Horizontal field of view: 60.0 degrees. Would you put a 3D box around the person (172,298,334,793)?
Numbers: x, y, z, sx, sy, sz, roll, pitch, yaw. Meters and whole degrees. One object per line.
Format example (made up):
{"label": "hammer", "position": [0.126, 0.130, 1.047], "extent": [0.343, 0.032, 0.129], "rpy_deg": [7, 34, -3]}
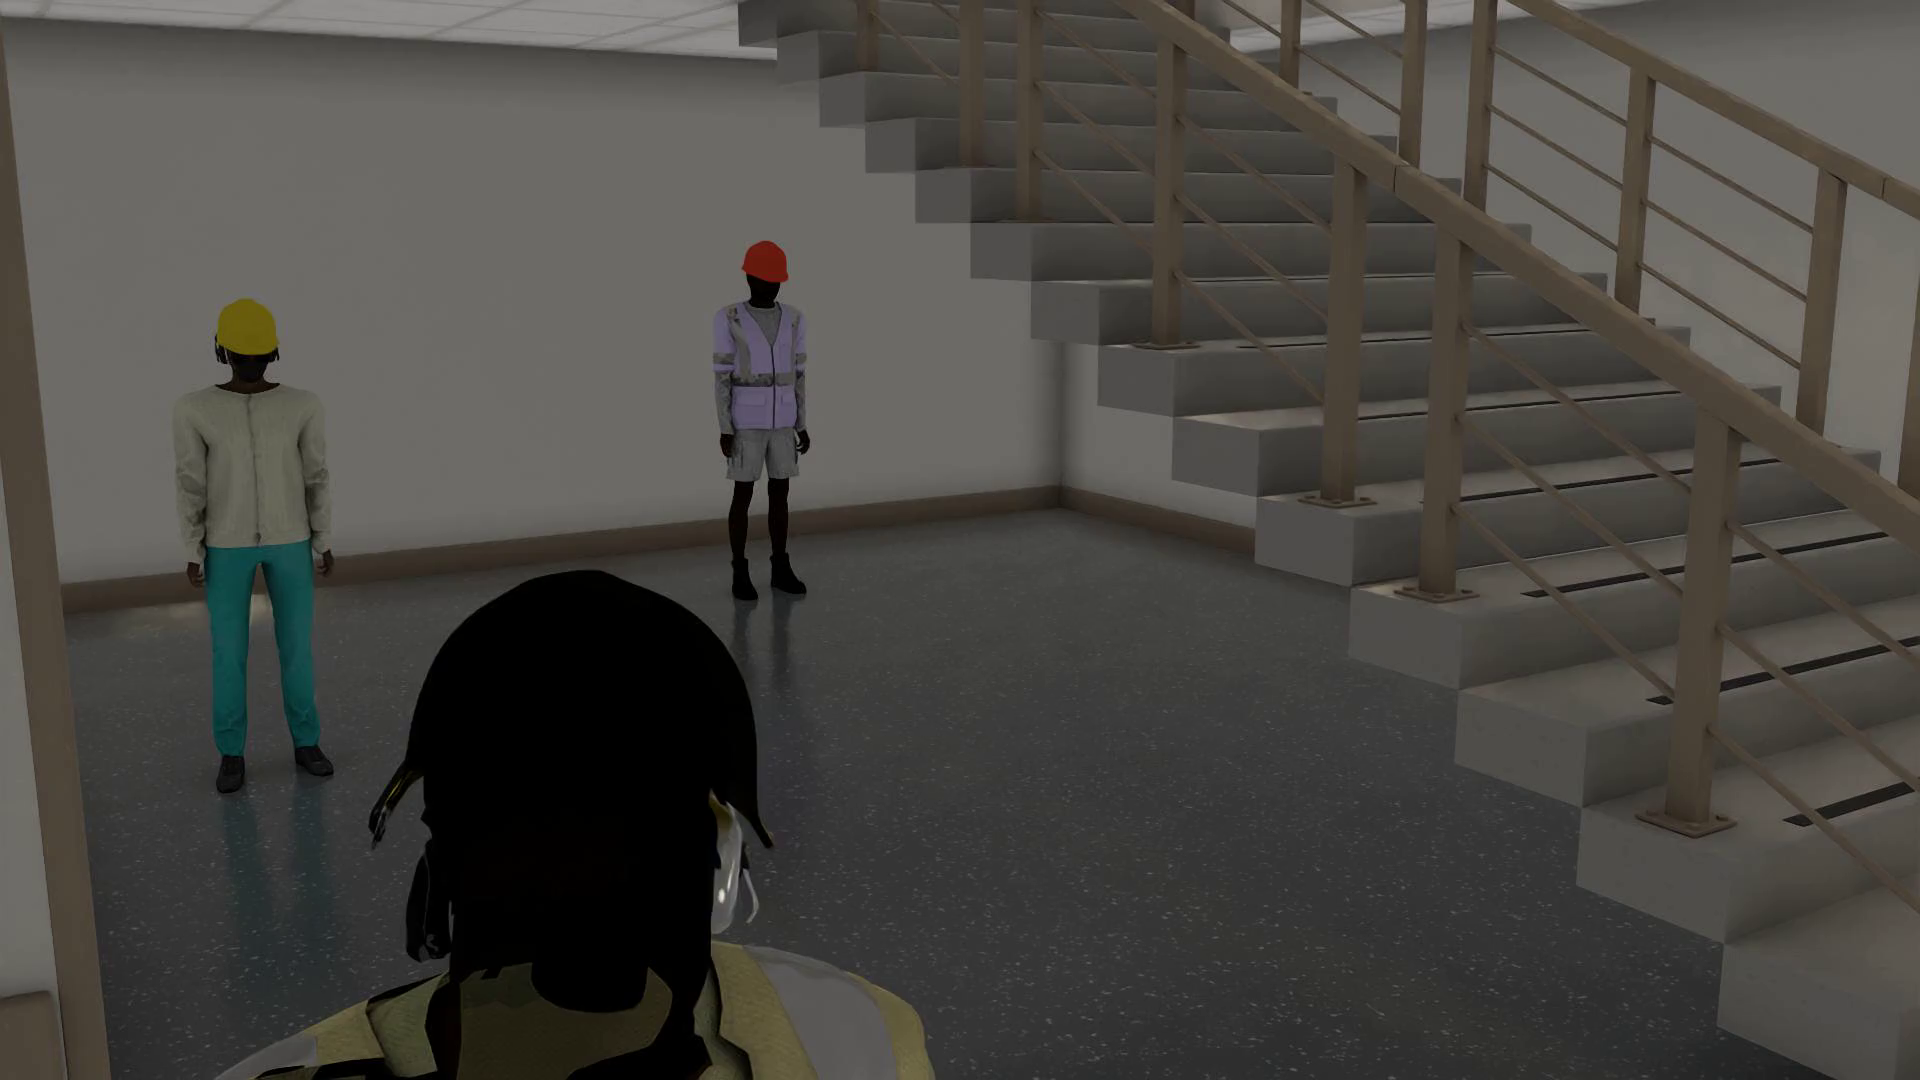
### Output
{"label": "person", "position": [-2.522, 0.018, 5.992], "extent": [0.522, 1.763, 0.320], "rpy_deg": [-7, 13, -31]}

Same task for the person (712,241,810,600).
{"label": "person", "position": [-1.057, -0.645, 9.025], "extent": [0.542, 1.931, 0.366], "rpy_deg": [-7, 13, -31]}

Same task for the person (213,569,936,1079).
{"label": "person", "position": [-0.244, 0.909, 1.137], "extent": [0.586, 1.825, 0.403], "rpy_deg": [-7, 13, -31]}
